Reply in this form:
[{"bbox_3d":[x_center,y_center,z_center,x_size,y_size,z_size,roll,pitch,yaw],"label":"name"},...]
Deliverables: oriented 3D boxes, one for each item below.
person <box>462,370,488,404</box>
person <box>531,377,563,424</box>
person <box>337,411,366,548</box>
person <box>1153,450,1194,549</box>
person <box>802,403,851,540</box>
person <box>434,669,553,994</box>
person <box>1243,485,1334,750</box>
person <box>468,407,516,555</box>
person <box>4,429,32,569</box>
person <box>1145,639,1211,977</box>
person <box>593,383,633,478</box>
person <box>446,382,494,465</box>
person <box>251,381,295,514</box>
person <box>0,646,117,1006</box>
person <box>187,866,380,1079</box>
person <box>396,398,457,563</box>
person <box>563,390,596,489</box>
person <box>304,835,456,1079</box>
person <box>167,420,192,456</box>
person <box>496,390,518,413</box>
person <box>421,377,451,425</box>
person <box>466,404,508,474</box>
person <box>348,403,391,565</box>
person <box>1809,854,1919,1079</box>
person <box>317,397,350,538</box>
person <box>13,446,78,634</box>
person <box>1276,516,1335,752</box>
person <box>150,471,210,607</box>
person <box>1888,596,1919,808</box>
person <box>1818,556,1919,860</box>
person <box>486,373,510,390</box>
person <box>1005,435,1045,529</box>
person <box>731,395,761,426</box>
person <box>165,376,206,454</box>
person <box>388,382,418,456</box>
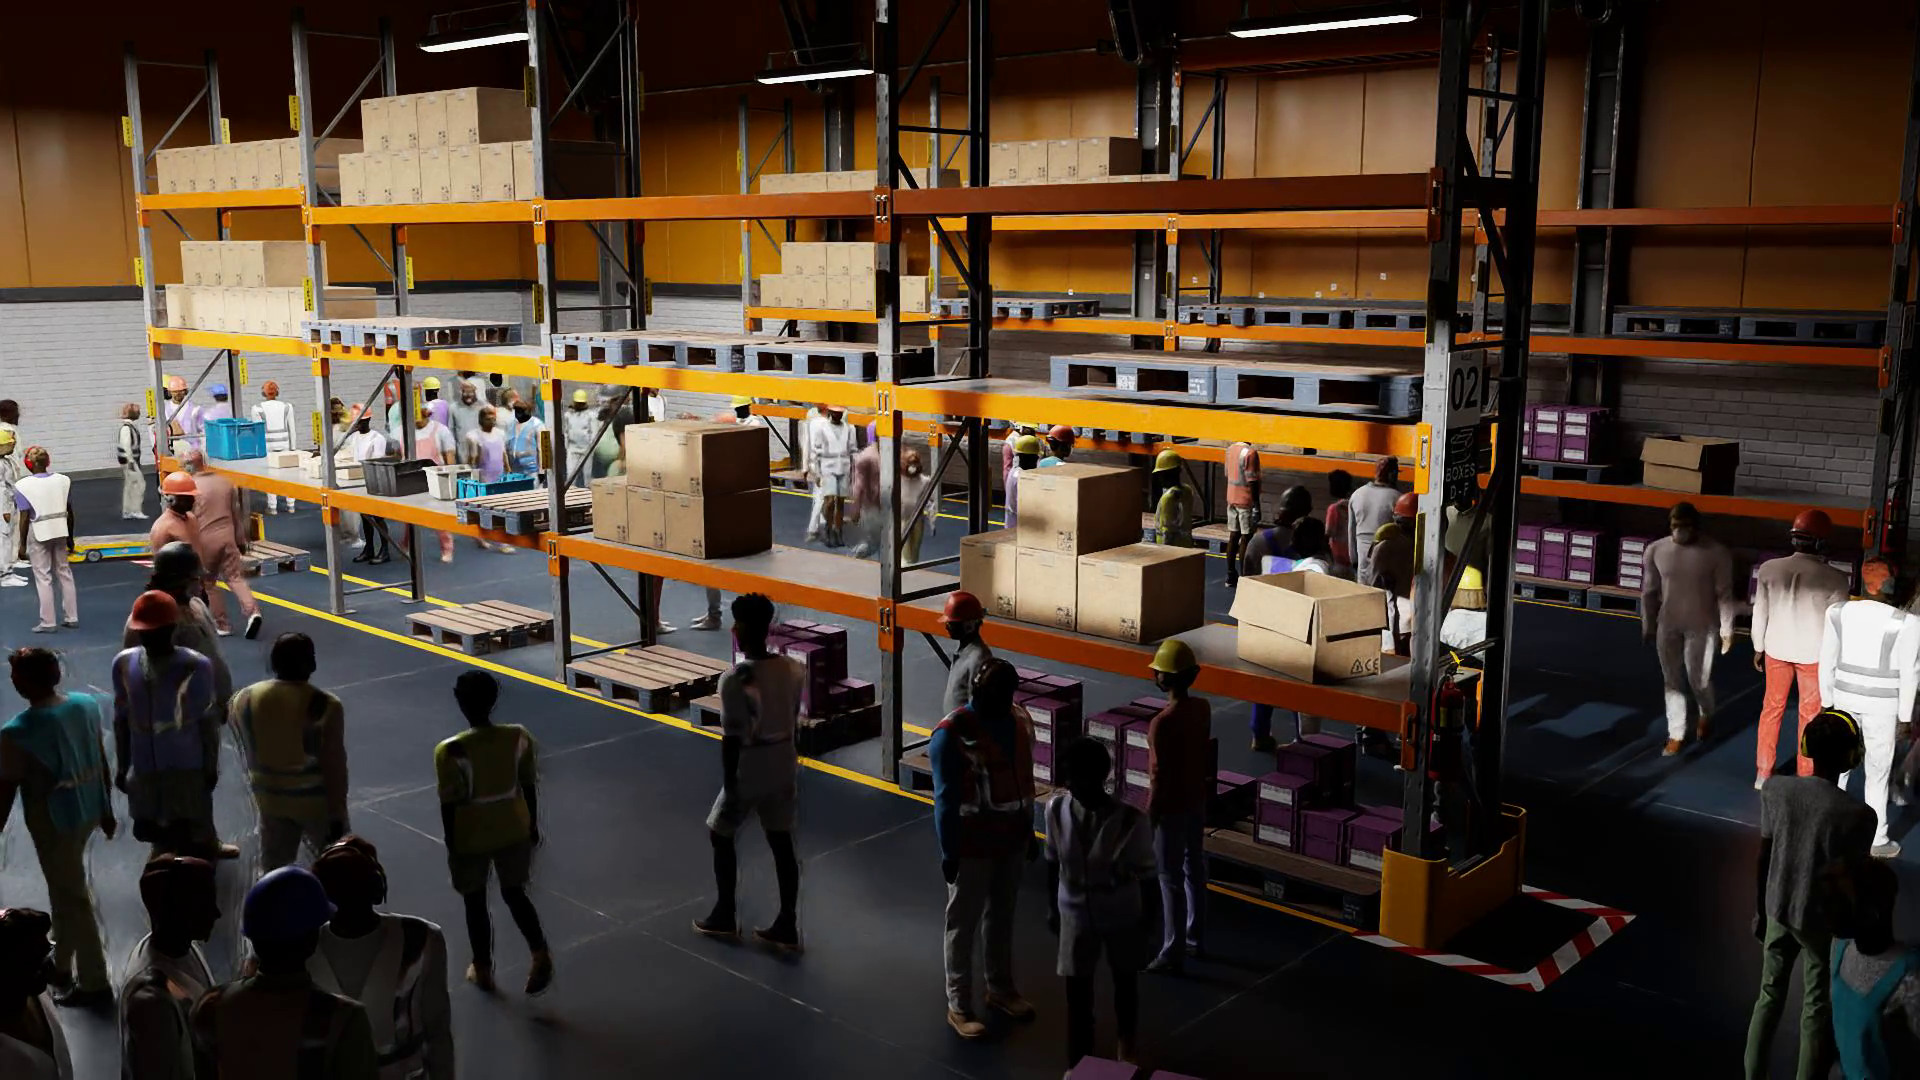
[{"bbox_3d":[-8.045,-2.042,27.656,0.471,1.891,0.654,1,10,8],"label":"person"},{"bbox_3d":[-7.595,-2.521,30.545,0.396,1.826,0.536,6,11,29],"label":"person"},{"bbox_3d":[-7.662,-0.763,20.946,0.373,1.725,0.513,-7,12,-35],"label":"person"},{"bbox_3d":[1.945,0.127,15.313,0.373,1.920,0.585,5,11,24],"label":"person"},{"bbox_3d":[-1.712,-0.944,21.651,0.610,1.820,1.032,7,12,33],"label":"person"},{"bbox_3d":[-2.313,1.487,8.312,0.535,1.671,0.624,-8,13,-38],"label":"person"},{"bbox_3d":[2.472,0.585,12.381,0.683,2.000,0.535,6,12,31],"label":"person"},{"bbox_3d":[-5.800,-0.748,20.540,0.828,1.818,0.520,6,12,30],"label":"person"},{"bbox_3d":[-11.169,-0.483,19.557,0.306,1.640,0.522,-6,12,-32],"label":"person"},{"bbox_3d":[1.110,1.383,8.648,0.314,1.769,0.524,7,12,36],"label":"person"},{"bbox_3d":[-4.584,-1.123,22.039,0.741,2.000,0.591,10,14,44],"label":"person"},{"bbox_3d":[-6.873,-1.260,23.303,0.666,1.866,0.889,-1,10,-6],"label":"person"},{"bbox_3d":[-9.683,-1.301,23.495,0.576,1.881,0.354,-7,12,-36],"label":"person"},{"bbox_3d":[-4.578,1.422,8.303,0.764,1.810,0.589,2,10,11],"label":"person"},{"bbox_3d":[-1.987,1.931,5.029,0.602,1.949,0.389,2,10,12],"label":"person"},{"bbox_3d":[-6.390,-0.747,19.912,0.757,2.000,0.547,0,10,0],"label":"person"},{"bbox_3d":[-5.488,-1.322,24.080,0.503,1.717,0.563,0,10,-2],"label":"person"},{"bbox_3d":[-1.967,1.879,5.524,0.579,1.882,0.340,-2,10,-9],"label":"person"},{"bbox_3d":[-9.746,-0.681,20.727,0.292,1.623,0.509,2,10,12],"label":"person"},{"bbox_3d":[-6.435,-1.281,23.797,0.574,1.737,0.354,6,12,31],"label":"person"},{"bbox_3d":[-7.462,-1.353,23.665,0.370,1.927,0.588,3,11,18],"label":"person"},{"bbox_3d":[-6.089,-0.887,21.517,0.563,1.751,0.342,2,10,14],"label":"person"},{"bbox_3d":[-7.054,-0.664,19.774,0.548,1.929,0.388,6,12,29],"label":"person"},{"bbox_3d":[3.025,1.921,5.498,0.809,1.796,0.529,1,10,5],"label":"person"},{"bbox_3d":[-7.889,-0.876,21.116,0.513,1.876,0.328,-8,13,-37],"label":"person"},{"bbox_3d":[-8.911,0.000,16.250,0.373,1.840,0.571,5,11,26],"label":"person"},{"bbox_3d":[2.497,0.739,12.078,0.429,1.844,0.626,2,10,12],"label":"person"},{"bbox_3d":[-6.255,0.431,13.421,0.408,1.987,0.614,0,10,1],"label":"person"},{"bbox_3d":[6.476,0.943,11.192,0.453,1.739,0.609,9,13,42],"label":"person"},{"bbox_3d":[5.620,1.030,10.315,0.359,1.882,0.575,-7,12,-36],"label":"person"},{"bbox_3d":[-8.294,-2.476,29.990,0.604,1.948,0.638,5,11,27],"label":"person"},{"bbox_3d":[0.638,-0.082,16.478,0.382,1.924,0.594,-1,10,-4],"label":"person"},{"bbox_3d":[-2.799,-0.999,21.712,0.411,1.910,0.615,-7,12,-33],"label":"person"},{"bbox_3d":[-10.481,-1.192,22.420,0.605,2.045,0.378,-5,11,-25],"label":"person"},{"bbox_3d":[-7.602,-1.237,23.011,0.378,1.932,0.629,5,11,26],"label":"person"}]
